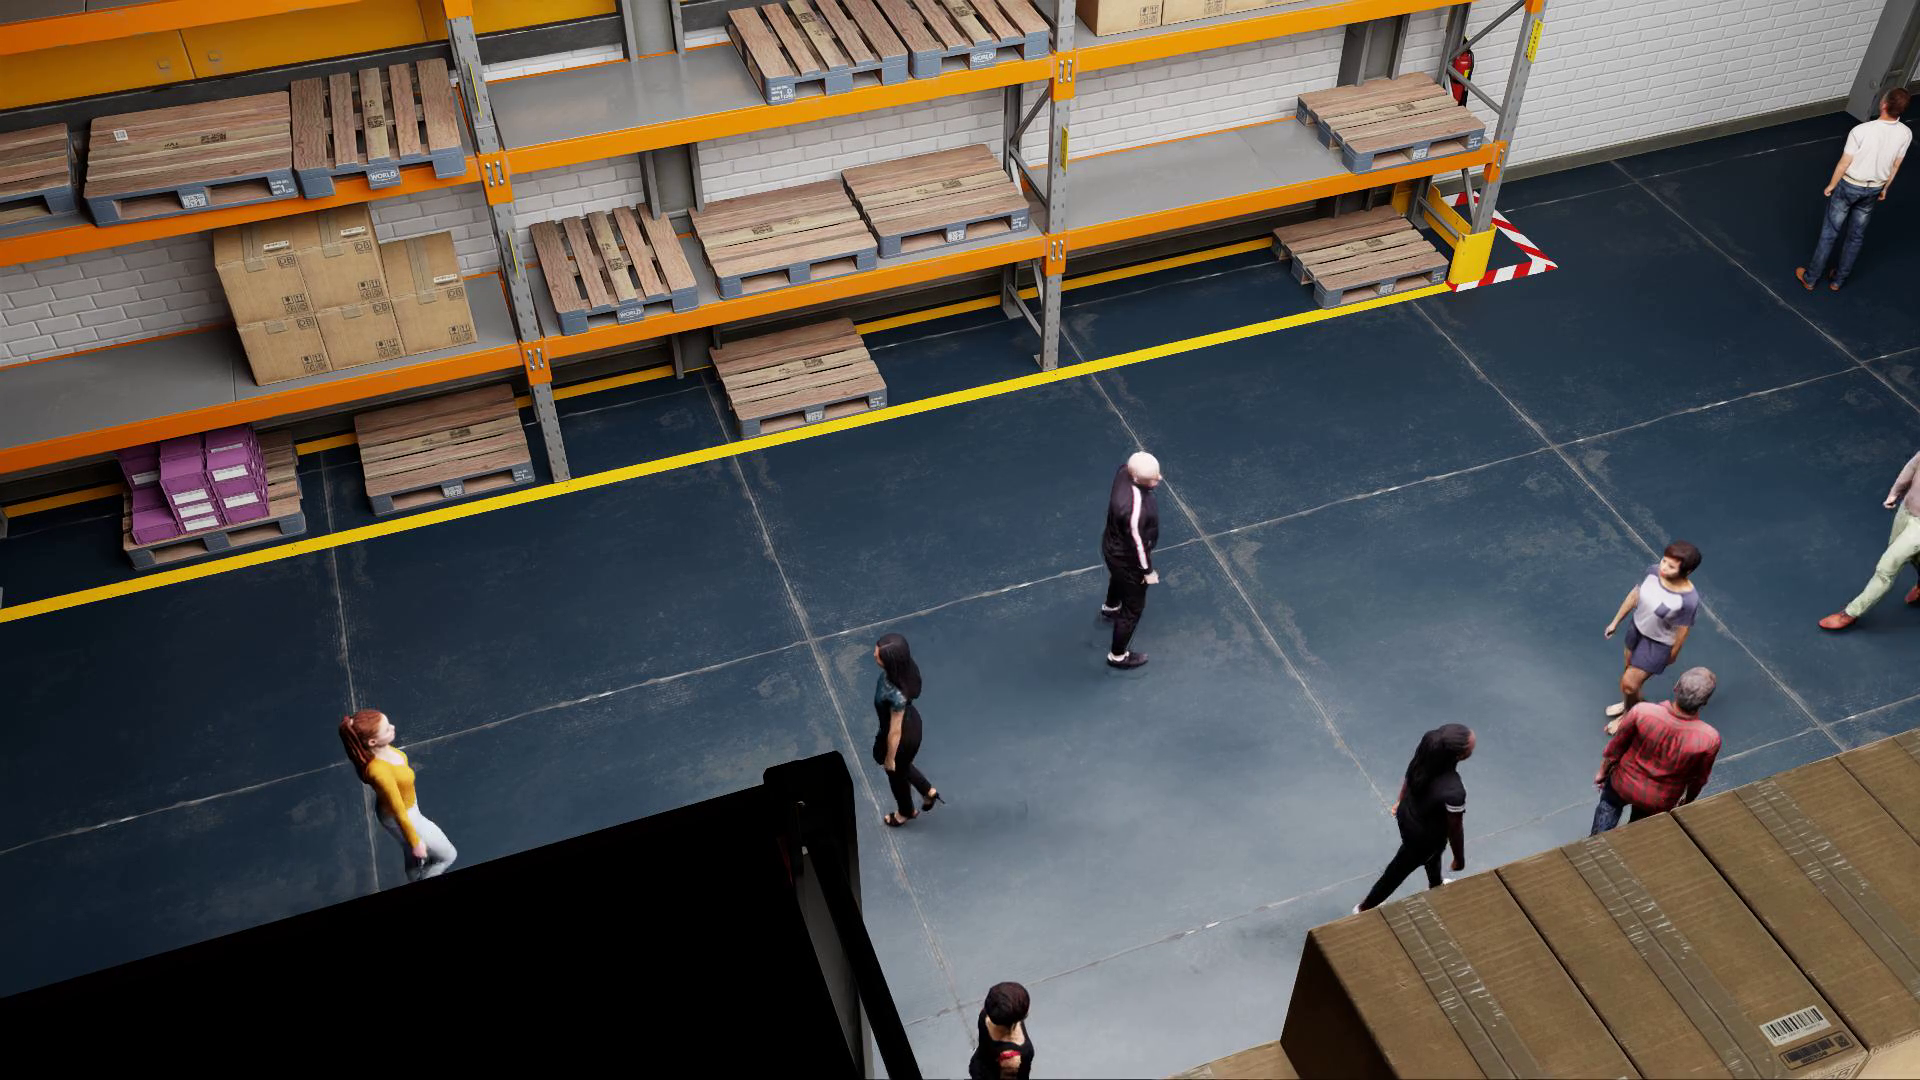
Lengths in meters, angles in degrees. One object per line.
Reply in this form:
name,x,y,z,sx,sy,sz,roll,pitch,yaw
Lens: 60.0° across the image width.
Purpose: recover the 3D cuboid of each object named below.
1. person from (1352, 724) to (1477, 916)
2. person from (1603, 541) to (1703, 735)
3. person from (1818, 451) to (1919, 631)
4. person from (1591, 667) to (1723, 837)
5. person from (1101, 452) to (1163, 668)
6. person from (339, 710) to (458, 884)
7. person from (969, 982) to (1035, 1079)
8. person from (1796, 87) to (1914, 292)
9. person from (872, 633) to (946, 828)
person,2.485,1.615,9.224,1.017,1.702,0.737,-6,44,-6
person,4.395,0.570,10.434,0.557,1.548,0.555,-13,45,-14
person,6.435,-0.155,10.977,1.238,1.848,0.799,-8,44,-8
person,3.820,1.433,9.332,0.885,1.816,0.936,25,49,24
person,1.059,0.112,10.723,0.746,1.811,0.828,-7,44,-7
person,-3.166,1.585,9.225,0.674,1.744,0.664,-23,48,-22
person,0.137,2.675,8.231,0.594,1.538,0.568,-18,47,-18
person,7.492,-2.915,13.868,0.665,1.856,0.808,4,44,4
person,-0.274,1.138,9.707,0.761,1.726,0.703,1,44,1
